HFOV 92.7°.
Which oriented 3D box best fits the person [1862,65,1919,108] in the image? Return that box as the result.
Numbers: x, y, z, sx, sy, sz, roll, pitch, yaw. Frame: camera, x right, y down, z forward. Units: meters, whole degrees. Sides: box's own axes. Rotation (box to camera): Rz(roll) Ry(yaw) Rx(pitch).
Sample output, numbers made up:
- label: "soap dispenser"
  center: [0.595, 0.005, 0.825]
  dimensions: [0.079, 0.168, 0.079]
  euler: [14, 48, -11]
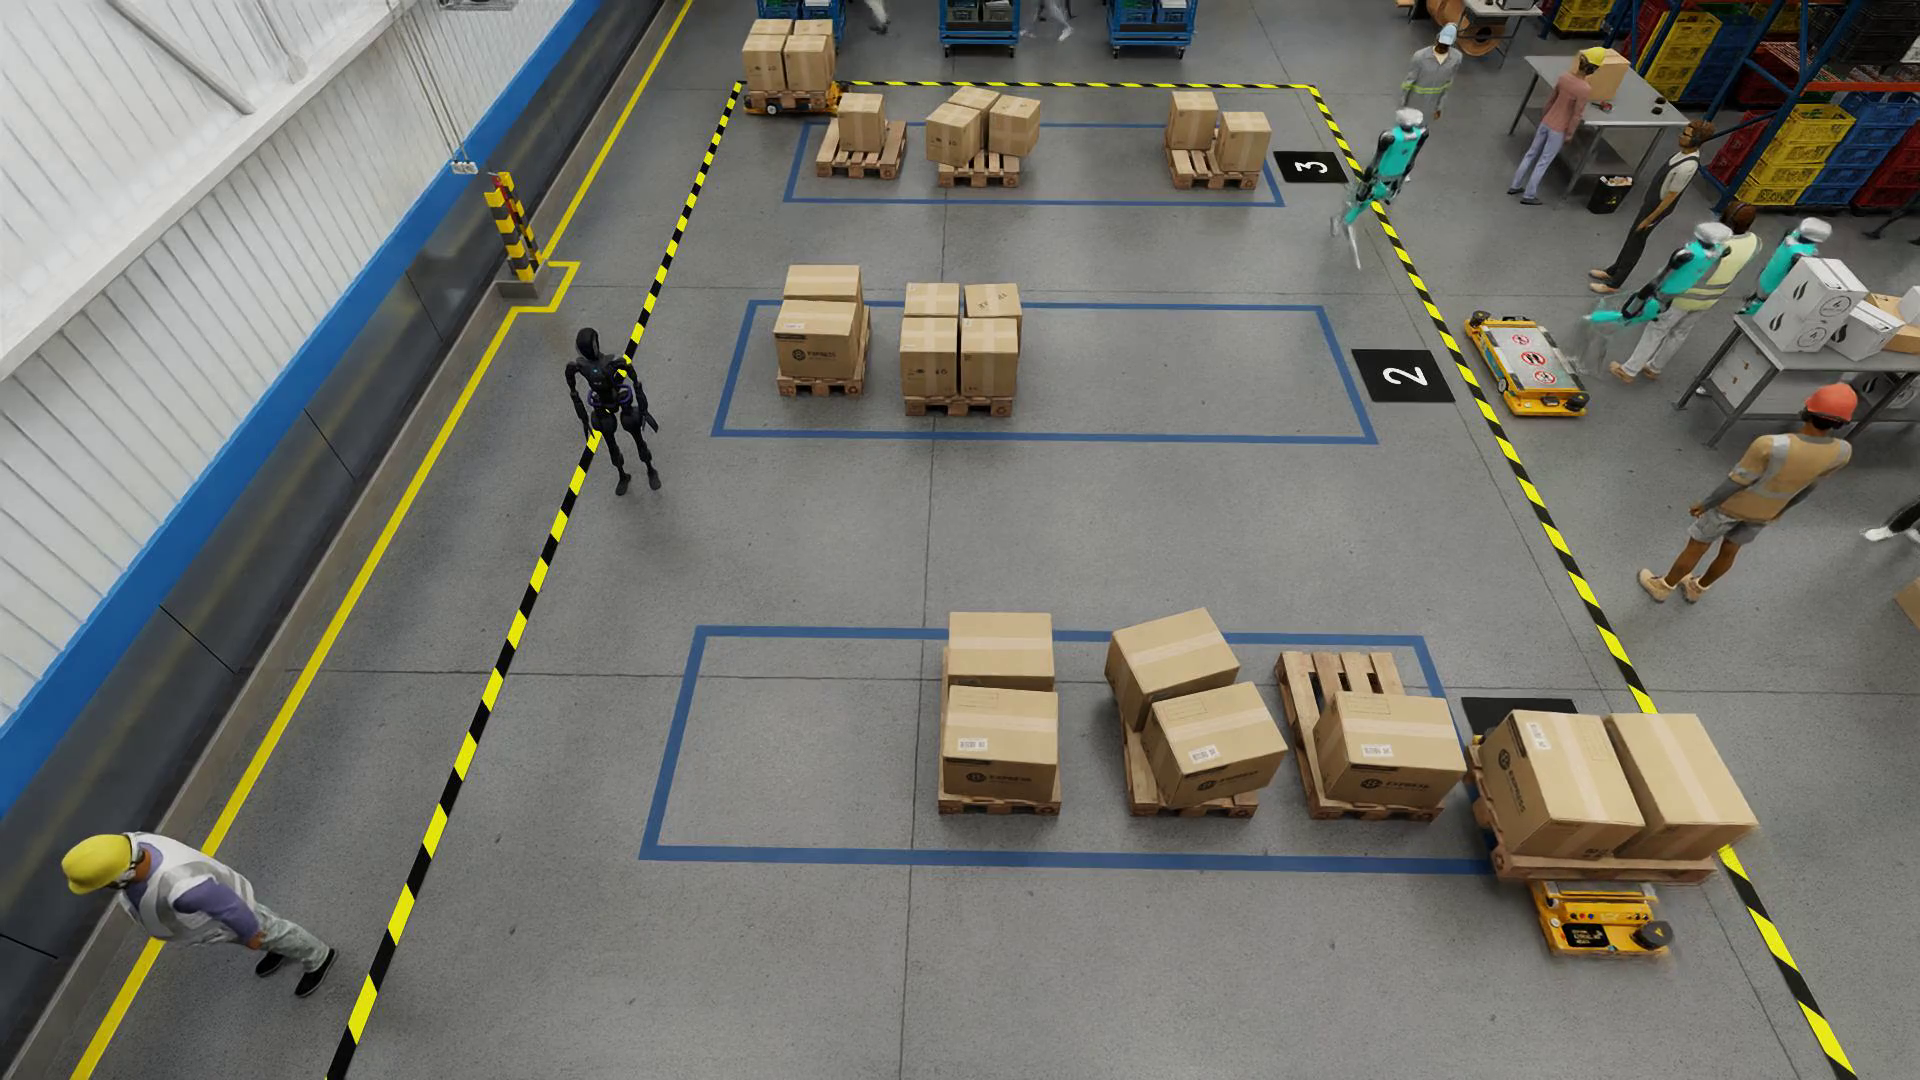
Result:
- label: "person"
  center: [12.003, -6.055, 11.613]
  dimensions: [0.405, 2.033, 0.606]
  euler: [-20, 52, -16]

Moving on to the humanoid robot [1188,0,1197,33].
- label: "humanoid robot"
  center: [3.578, -8.703, 14.159]
  dimensions: [0.815, 1.879, 0.547]
  euler: [15, 51, 13]

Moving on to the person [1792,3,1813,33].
- label: "person"
  center: [13.196, -8.783, 14.076]
  dimensions: [0.517, 1.873, 0.335]
  euler: [-7, 49, -6]

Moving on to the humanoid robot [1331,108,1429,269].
- label: "humanoid robot"
  center: [4.411, -3.943, 10.002]
  dimensions: [0.537, 1.775, 0.994]
  euler: [-12, 50, -10]

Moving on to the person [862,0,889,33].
- label: "person"
  center: [-1.344, -8.812, 14.137]
  dimensions: [0.452, 1.814, 0.597]
  euler: [17, 51, 14]

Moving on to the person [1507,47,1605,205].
- label: "person"
  center: [6.992, -4.828, 10.727]
  dimensions: [0.326, 1.760, 0.523]
  euler: [-9, 50, -8]

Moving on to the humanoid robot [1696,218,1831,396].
- label: "humanoid robot"
  center: [7.395, -2.028, 8.293]
  dimensions: [0.709, 1.751, 0.559]
  euler: [17, 51, 14]

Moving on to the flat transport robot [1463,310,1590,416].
- label: "flat transport robot"
  center: [5.573, -1.757, 9.054]
  dimensions: [0.659, 0.231, 1.431]
  euler: [1, 49, 1]

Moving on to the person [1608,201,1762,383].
- label: "person"
  center: [6.683, -2.232, 8.433]
  dimensions: [0.630, 1.834, 0.429]
  euler: [-7, 49, -6]

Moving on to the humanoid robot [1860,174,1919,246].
- label: "humanoid robot"
  center: [10.917, -3.994, 10.089]
  dimensions: [0.768, 1.631, 0.601]
  euler: [-3, 49, -3]

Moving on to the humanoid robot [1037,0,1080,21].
- label: "humanoid robot"
  center: [1.567, -9.082, 14.493]
  dimensions: [0.778, 1.618, 0.614]
  euler: [9, 50, 7]

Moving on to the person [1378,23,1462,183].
- label: "person"
  center: [5.534, -5.212, 11.000]
  dimensions: [0.589, 1.848, 0.404]
  euler: [-1, 49, -1]

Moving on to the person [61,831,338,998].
- label: "person"
  center: [-3.921, 1.958, 4.810]
  dimensions: [0.590, 1.823, 0.404]
  euler: [20, 52, 16]

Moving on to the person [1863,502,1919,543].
- label: "person"
  center: [7.917, -0.581, 7.006]
  dimensions: [0.700, 1.840, 0.298]
  euler: [8, 50, 7]

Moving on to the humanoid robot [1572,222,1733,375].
- label: "humanoid robot"
  center: [6.267, -2.215, 8.528]
  dimensions: [0.530, 1.845, 0.809]
  euler: [-12, 50, -10]

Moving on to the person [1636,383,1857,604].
- label: "person"
  center: [5.655, -0.279, 6.606]
  dimensions: [0.609, 2.038, 0.393]
  euler: [4, 49, 4]

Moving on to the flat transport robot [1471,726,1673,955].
- label: "flat transport robot"
  center: [3.889, 1.880, 5.887]
  dimensions: [0.652, 0.197, 1.431]
  euler: [1, 49, 1]

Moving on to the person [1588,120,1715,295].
- label: "person"
  center: [7.111, -3.397, 9.431]
  dimensions: [0.346, 1.846, 0.507]
  euler: [21, 52, 17]

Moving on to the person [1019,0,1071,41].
- label: "person"
  center: [1.367, -8.617, 14.051]
  dimensions: [0.812, 1.687, 0.515]
  euler: [8, 50, 7]

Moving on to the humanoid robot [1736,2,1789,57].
- label: "humanoid robot"
  center: [12.004, -8.004, 13.537]
  dimensions: [0.344, 1.645, 0.609]
  euler: [-28, 55, -22]

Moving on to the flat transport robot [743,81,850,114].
- label: "flat transport robot"
  center: [-2.299, -6.259, 12.932]
  dimensions: [1.431, 0.197, 0.652]
  euler: [1, 49, 1]

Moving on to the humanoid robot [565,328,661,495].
- label: "humanoid robot"
  center: [-2.808, -1.032, 7.487]
  dimensions: [0.599, 1.654, 0.315]
  euler: [-8, 50, -7]
